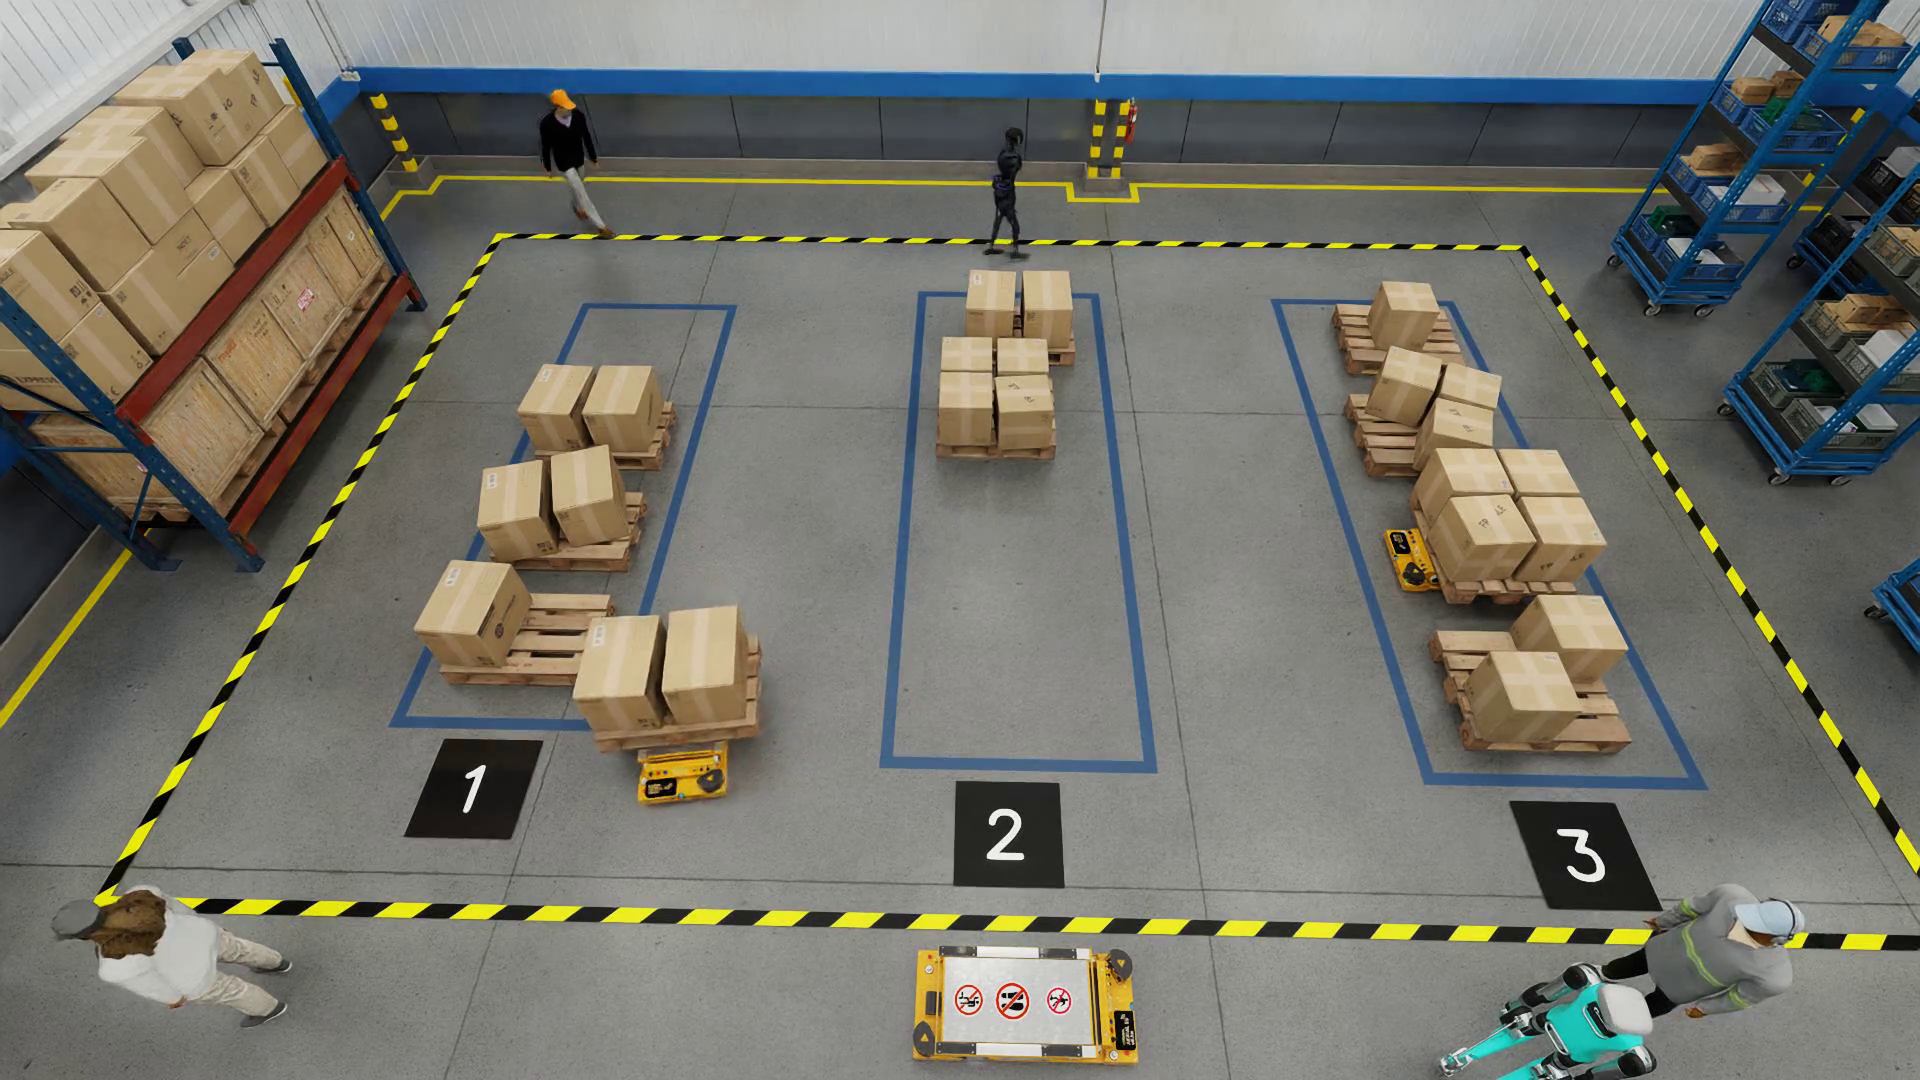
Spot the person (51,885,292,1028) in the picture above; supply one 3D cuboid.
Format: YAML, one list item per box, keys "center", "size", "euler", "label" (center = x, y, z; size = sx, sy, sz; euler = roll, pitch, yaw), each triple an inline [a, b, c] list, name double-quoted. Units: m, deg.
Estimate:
- center: [-4.642, 2.500, 5.483]
  size: [0.408, 1.761, 0.568]
  euler: [-12, 52, -10]
  label: "person"

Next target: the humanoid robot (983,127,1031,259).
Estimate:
- center: [0.581, -4.136, 10.957]
  size: [0.570, 1.637, 0.610]
  euler: [-8, 51, -6]
  label: "humanoid robot"

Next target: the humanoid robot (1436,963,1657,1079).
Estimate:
- center: [3.093, 2.872, 5.110]
  size: [0.735, 1.677, 0.533]
  euler: [-11, 52, -9]
  label: "humanoid robot"

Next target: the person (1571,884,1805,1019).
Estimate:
- center: [4.295, 2.499, 5.427]
  size: [0.399, 1.851, 0.592]
  euler: [0, 51, 0]
  label: "person"

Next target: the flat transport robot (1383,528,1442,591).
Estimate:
- center: [4.689, 0.155, 8.342]
  size: [1.431, 0.197, 0.652]
  euler: [1, 51, 1]
  label: "flat transport robot"

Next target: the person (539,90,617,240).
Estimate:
- center: [-4.820, -4.696, 11.325]
  size: [1.008, 1.812, 0.608]
  euler: [31, 57, 23]
  label: "person"

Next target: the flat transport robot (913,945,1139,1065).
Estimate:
- center: [0.422, 3.041, 6.007]
  size: [1.431, 0.231, 0.659]
  euler: [1, 51, 1]
  label: "flat transport robot"

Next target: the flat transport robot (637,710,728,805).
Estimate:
- center: [-2.186, 1.373, 7.348]
  size: [0.652, 0.197, 1.431]
  euler: [-5, 51, -4]
  label: "flat transport robot"
